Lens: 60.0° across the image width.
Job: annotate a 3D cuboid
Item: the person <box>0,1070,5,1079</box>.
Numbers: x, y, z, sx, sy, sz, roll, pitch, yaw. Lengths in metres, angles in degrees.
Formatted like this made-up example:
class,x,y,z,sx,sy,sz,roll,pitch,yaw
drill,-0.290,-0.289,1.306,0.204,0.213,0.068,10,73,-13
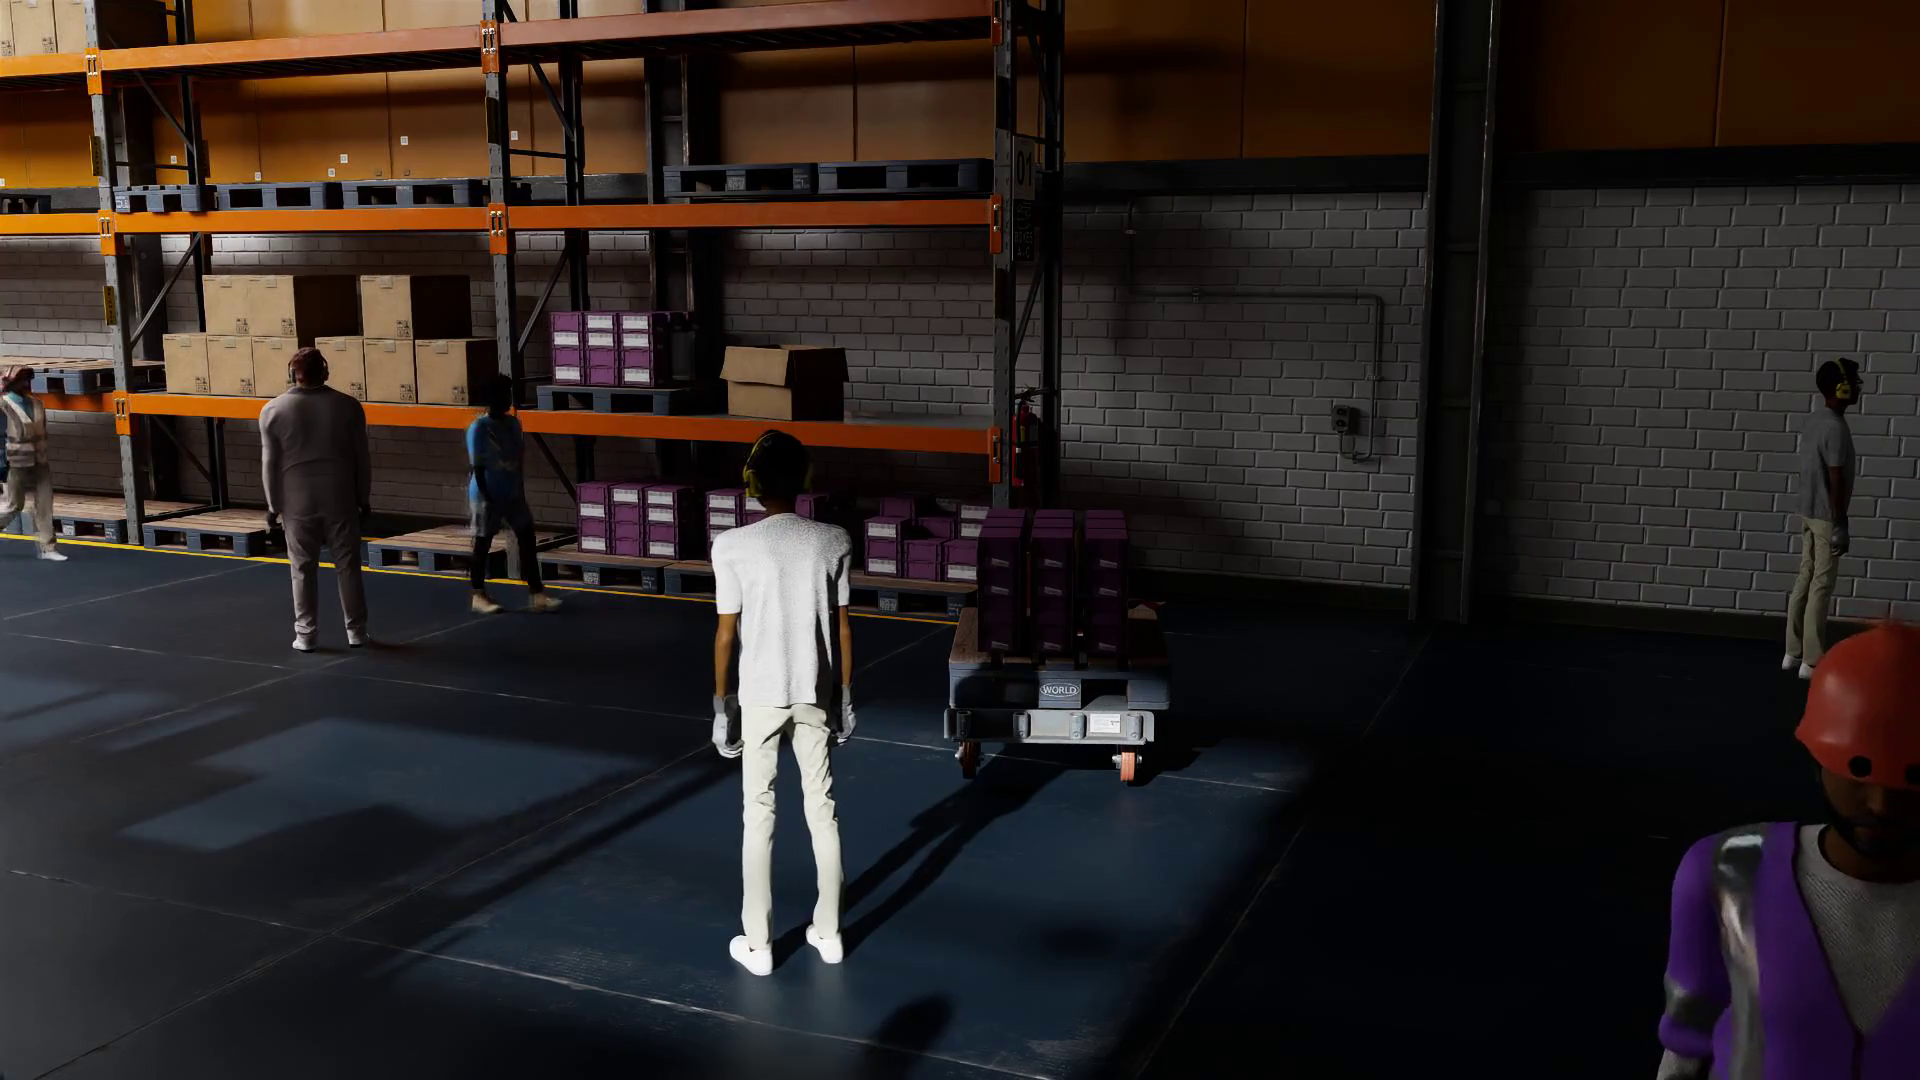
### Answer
class,x,y,z,sx,sy,sz,roll,pitch,yaw
person,-2.953,0.801,4.422,0.991,1.784,0.572,5,11,27

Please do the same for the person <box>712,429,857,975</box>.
class,x,y,z,sx,sy,sz,roll,pitch,yaw
person,-0.598,0.559,5.698,0.514,1.854,0.316,-4,10,-22

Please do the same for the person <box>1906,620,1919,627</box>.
class,x,y,z,sx,sy,sz,roll,pitch,yaw
person,2.861,0.779,4.699,0.487,1.744,0.297,7,12,37

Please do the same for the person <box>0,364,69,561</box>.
class,x,y,z,sx,sy,sz,roll,pitch,yaw
person,-7.628,-0.621,13.468,0.674,1.615,0.521,3,10,17

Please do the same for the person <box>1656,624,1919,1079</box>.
class,x,y,z,sx,sy,sz,roll,pitch,yaw
person,1.317,1.057,2.488,0.542,1.926,0.463,5,11,28

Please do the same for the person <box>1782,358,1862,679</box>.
class,x,y,z,sx,sy,sz,roll,pitch,yaw
person,5.054,-0.120,9.687,0.328,1.876,0.515,1,10,6

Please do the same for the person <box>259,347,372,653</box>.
class,x,y,z,sx,sy,sz,roll,pitch,yaw
person,-4.000,-0.248,10.378,0.636,1.903,0.405,-4,10,-24

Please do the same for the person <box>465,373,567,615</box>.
class,x,y,z,sx,sy,sz,roll,pitch,yaw
person,-3.060,-0.296,11.328,0.782,1.661,0.554,4,10,24
